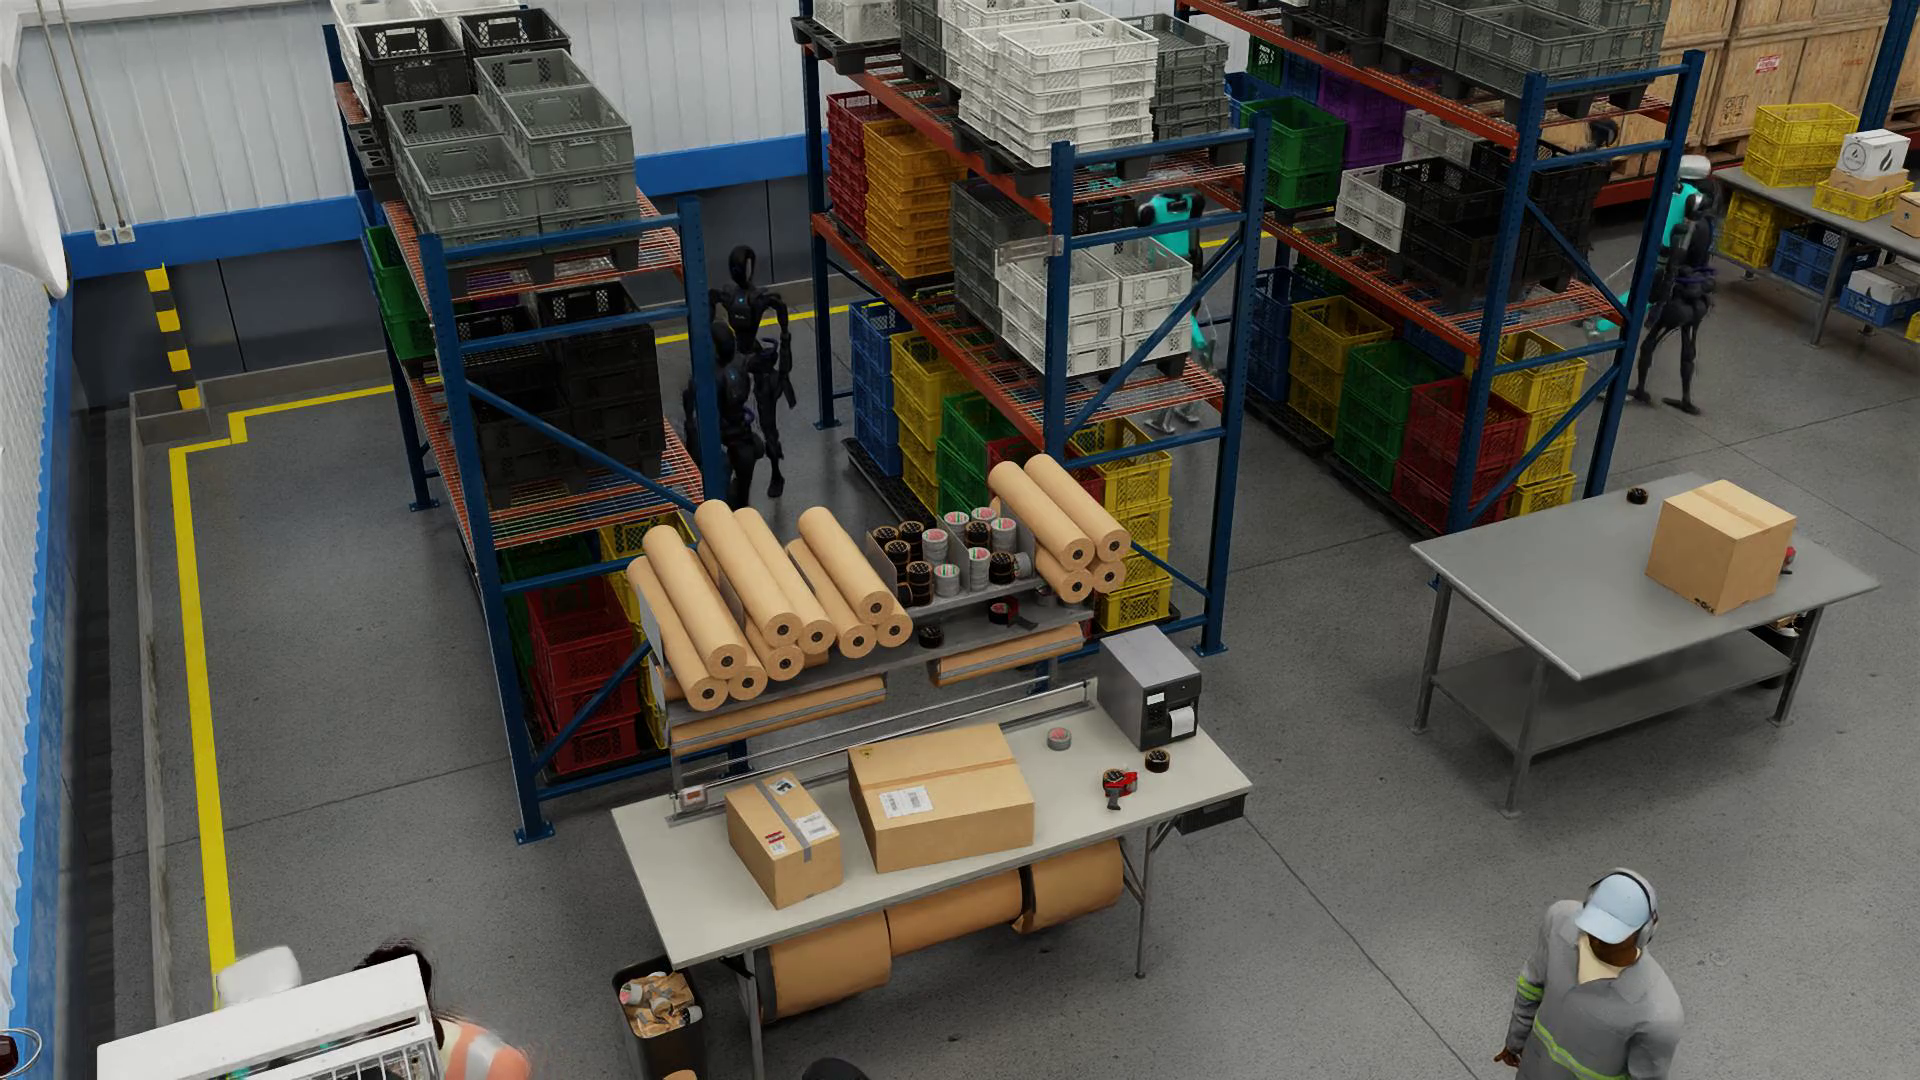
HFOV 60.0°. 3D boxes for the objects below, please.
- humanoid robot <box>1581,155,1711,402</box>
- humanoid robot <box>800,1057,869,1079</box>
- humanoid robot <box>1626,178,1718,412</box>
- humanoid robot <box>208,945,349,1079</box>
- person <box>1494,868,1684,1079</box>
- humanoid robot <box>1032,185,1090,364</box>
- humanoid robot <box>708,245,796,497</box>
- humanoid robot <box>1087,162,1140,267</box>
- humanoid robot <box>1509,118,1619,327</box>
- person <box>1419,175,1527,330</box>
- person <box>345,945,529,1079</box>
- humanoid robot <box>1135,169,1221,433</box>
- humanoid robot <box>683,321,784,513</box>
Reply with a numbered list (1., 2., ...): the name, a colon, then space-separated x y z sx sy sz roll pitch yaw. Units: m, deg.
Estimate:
1. humanoid robot: 4.618 -1.806 11.437 0.733 1.716 0.530 4 32 7
2. humanoid robot: -0.394 2.205 5.044 0.373 1.653 0.607 9 33 14
3. humanoid robot: 4.922 -1.684 11.370 0.593 1.634 0.597 -25 39 -34
4. humanoid robot: -2.218 1.917 5.513 0.536 1.824 0.836 -21 37 -30
5. person: 2.020 1.806 5.527 0.368 1.852 0.589 -14 34 -21
6. humanoid robot: 0.504 -1.706 11.391 0.571 1.821 0.763 22 38 31
7. humanoid robot: -1.300 -1.032 10.297 0.586 1.652 0.330 4 32 6
8. humanoid robot: 0.953 -1.984 11.824 0.535 1.815 0.725 10 33 16
9. humanoid robot: 4.664 -2.411 12.597 0.780 1.633 0.595 7 32 12
10. person: 3.408 -1.808 11.278 0.755 1.997 0.367 11 33 18
11. person: -1.557 2.007 5.103 0.656 1.951 0.500 10 33 16
12. humanoid robot: 1.495 -1.539 11.025 0.531 1.737 0.712 -19 36 -28
13. humanoid robot: -1.284 -0.532 9.517 0.620 1.621 0.680 -23 39 -33
